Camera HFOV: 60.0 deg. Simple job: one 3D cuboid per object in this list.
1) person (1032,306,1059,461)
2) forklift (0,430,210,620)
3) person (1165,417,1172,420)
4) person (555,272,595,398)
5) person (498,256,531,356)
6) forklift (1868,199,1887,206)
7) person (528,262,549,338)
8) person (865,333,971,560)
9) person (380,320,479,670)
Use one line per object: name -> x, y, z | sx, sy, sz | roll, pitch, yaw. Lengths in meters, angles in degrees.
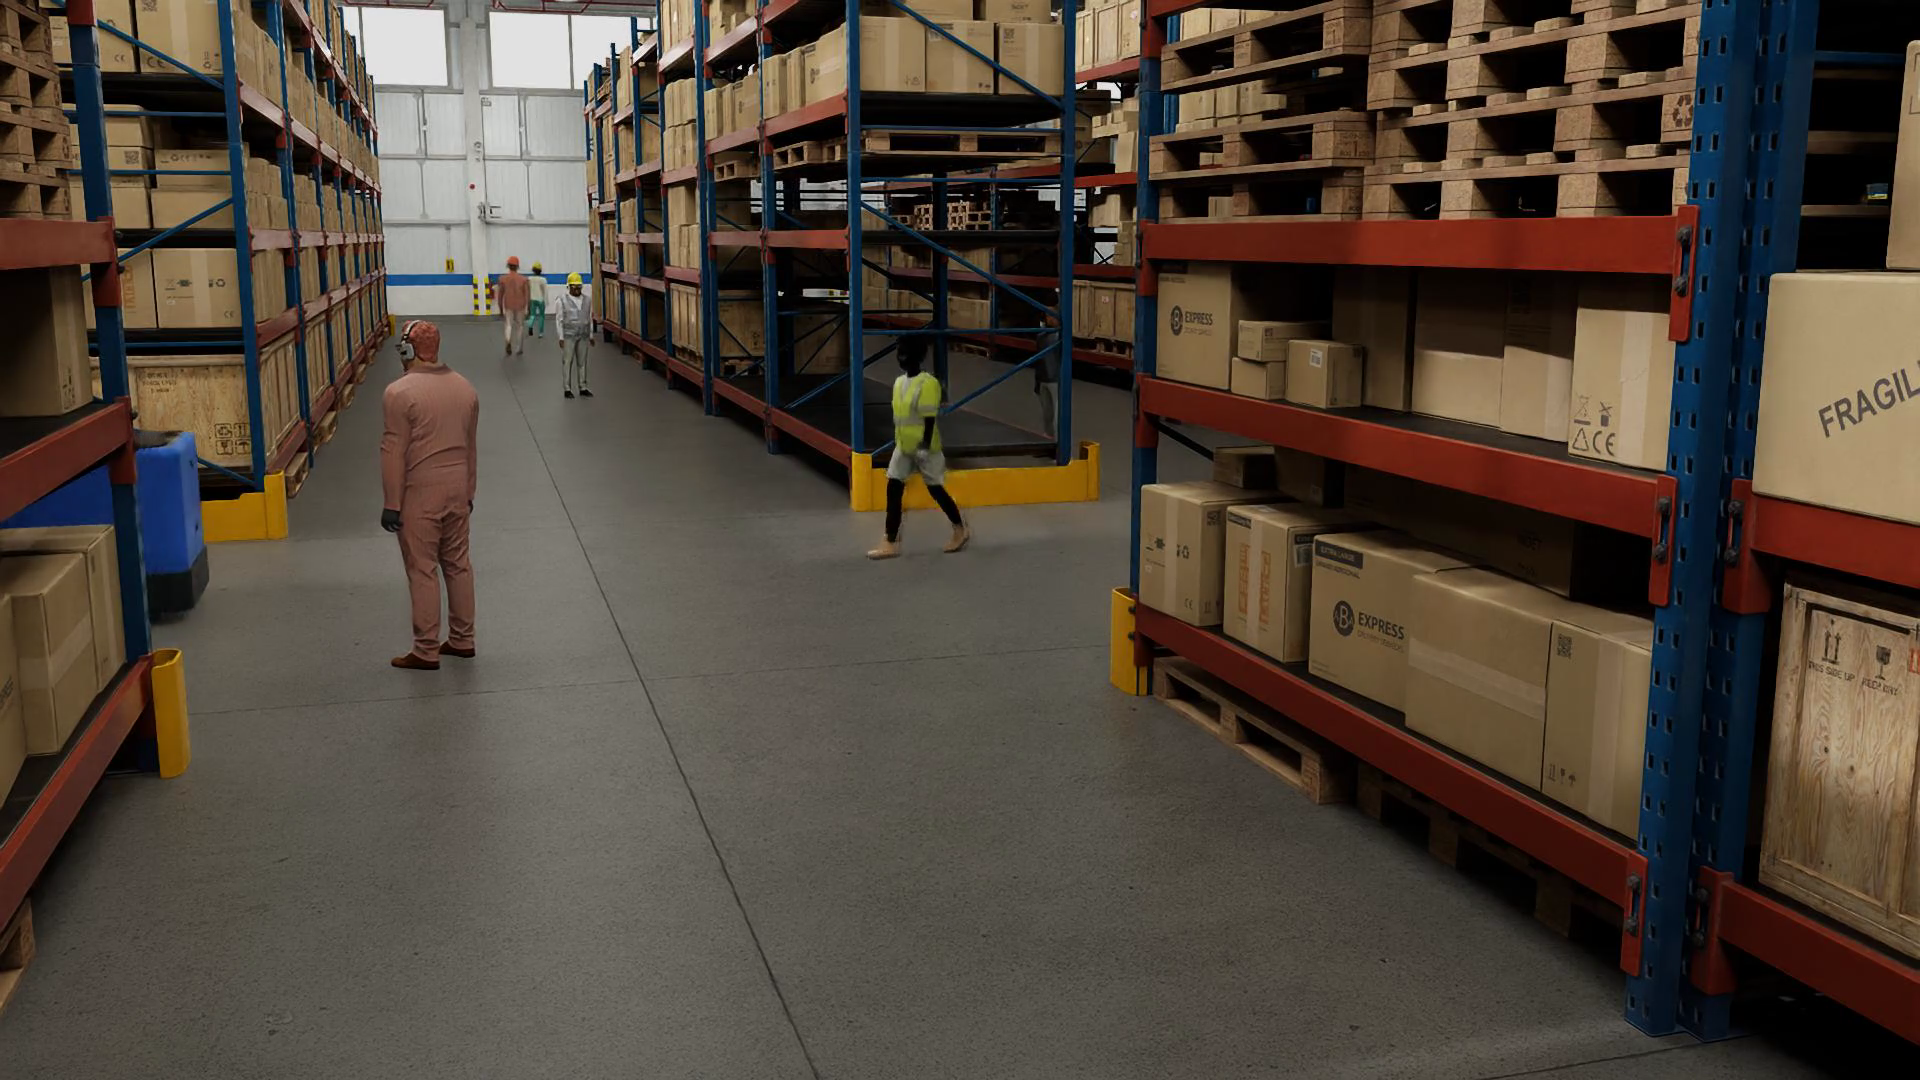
person -> 0.957, -1.649, 17.563 | 0.289, 1.627, 0.498 | -7, 12, -33
forklift -> -5.743, -0.923, 10.129 | 1.873, 2.768, 1.129 | -3, 11, -18
person -> 2.533, -2.473, 21.286 | 0.552, 1.919, 0.808 | -2, 11, -12
person -> -5.623, -2.997, 24.366 | 0.587, 1.835, 0.404 | -9, 14, -40
person -> -8.814, -4.629, 32.924 | 0.621, 1.974, 0.487 | -1, 10, -8
forklift -> 11.338, -2.915, 21.052 | 1.129, 2.768, 1.873 | -3, 11, -17
person -> -9.873, -5.602, 38.873 | 0.539, 1.758, 0.395 | 1, 10, 6
person -> -0.278, -0.693, 12.211 | 0.843, 1.661, 0.529 | -9, 13, -39
person -> -2.920, -0.247, 9.123 | 0.400, 1.901, 0.643 | 5, 11, 25
